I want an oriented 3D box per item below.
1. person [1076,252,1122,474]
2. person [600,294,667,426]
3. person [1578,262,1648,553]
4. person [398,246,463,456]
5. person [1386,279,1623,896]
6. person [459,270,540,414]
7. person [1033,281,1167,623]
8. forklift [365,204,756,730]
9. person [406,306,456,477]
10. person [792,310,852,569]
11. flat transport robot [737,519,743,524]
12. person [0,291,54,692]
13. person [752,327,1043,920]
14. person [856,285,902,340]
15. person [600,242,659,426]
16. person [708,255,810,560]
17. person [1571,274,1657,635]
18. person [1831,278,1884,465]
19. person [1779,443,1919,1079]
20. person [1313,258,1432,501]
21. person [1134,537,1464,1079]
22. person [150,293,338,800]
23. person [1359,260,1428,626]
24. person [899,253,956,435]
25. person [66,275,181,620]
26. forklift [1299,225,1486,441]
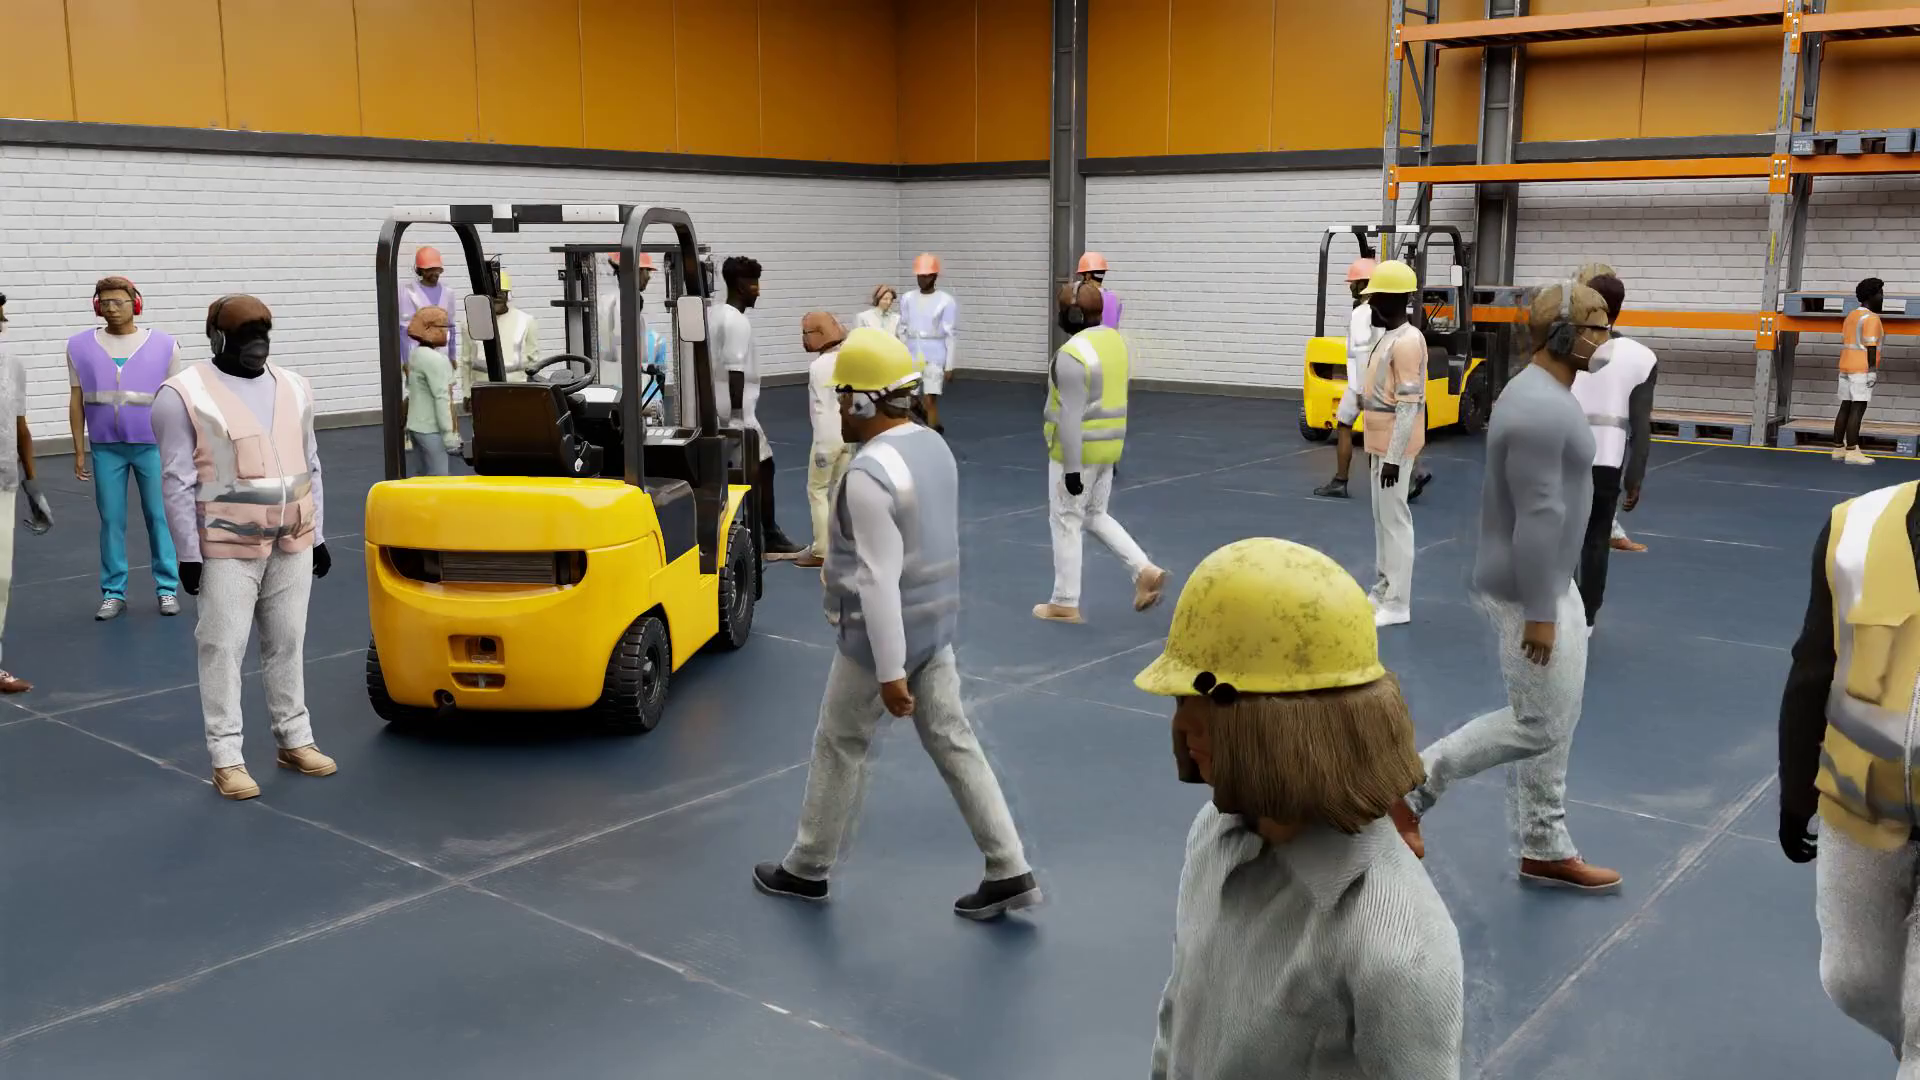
[{"bbox_3d":[1.147,-1.509,14.356,0.377,1.932,0.552,9,13,40],"label":"person"},{"bbox_3d":[-2.309,-0.930,11.793,0.539,1.698,0.319,-9,14,-42],"label":"person"},{"bbox_3d":[3.988,-0.849,10.817,0.968,1.911,0.635,2,11,14],"label":"person"},{"bbox_3d":[-5.061,-1.784,15.777,1.063,1.987,0.663,9,14,42],"label":"person"},{"bbox_3d":[1.712,0.158,5.155,0.692,1.922,0.641,4,11,23],"label":"person"},{"bbox_3d":[-3.511,-1.155,12.691,0.589,1.823,0.405,-1,10,-5],"label":"person"},{"bbox_3d":[0.714,-0.444,8.753,0.630,1.827,0.627,7,12,35],"label":"person"},{"bbox_3d":[-1.766,-0.406,7.525,1.214,2.155,2.313,1,10,7],"label":"forklift"},{"bbox_3d":[-3.369,-0.674,10.607,0.334,1.619,0.519,-6,12,-32],"label":"person"},{"bbox_3d":[-0.728,-0.610,10.241,0.580,1.607,0.521,4,11,20],"label":"person"},{"bbox_3d":[-2.074,-0.012,10.668,1.431,0.197,0.652,1,10,9],"label":"flat transport robot"},{"bbox_3d":[-4.390,-0.200,7.395,0.337,1.838,0.600,6,12,30],"label":"person"},{"bbox_3d":[-0.172,0.264,4.961,0.940,1.792,0.585,5,11,26],"label":"person"},{"bbox_3d":[-0.728,-1.627,15.909,0.527,1.593,0.848,-6,12,-30],"label":"person"},{"bbox_3d":[-2.241,-1.027,11.427,0.629,2.021,0.630,-4,11,-22],"label":"person"},{"bbox_3d":[-1.327,-0.820,10.530,0.853,1.929,0.620,-5,11,-25],"label":"person"},{"bbox_3d":[3.115,-0.374,8.252,0.590,1.881,0.954,2,10,12],"label":"person"},{"bbox_3d":[8.216,-1.539,15.179,0.317,1.695,0.540,1,10,5],"label":"person"},{"bbox_3d":[1.977,0.541,3.320,0.782,1.819,0.636,-8,13,-39],"label":"person"},{"bbox_3d":[3.246,-1.237,12.954,0.884,1.908,0.554,8,13,37],"label":"person"},{"bbox_3d":[0.251,0.857,1.841,0.706,1.722,0.517,-3,11,-14],"label":"person"},{"bbox_3d":[-2.616,0.015,6.170,0.429,1.844,0.627,7,12,34],"label":"person"},{"bbox_3d":[2.269,-0.506,8.814,0.363,1.928,0.587,1,10,4],"label":"person"},{"bbox_3d":[-0.281,-1.659,15.223,0.566,1.922,0.601,5,11,26],"label":"person"},{"bbox_3d":[-4.489,-0.499,9.002,0.566,1.847,0.389,-3,11,-19],"label":"person"},{"bbox_3d":[4.449,-2.115,16.993,1.214,2.155,2.313,8,13,38],"label":"forklift"}]
